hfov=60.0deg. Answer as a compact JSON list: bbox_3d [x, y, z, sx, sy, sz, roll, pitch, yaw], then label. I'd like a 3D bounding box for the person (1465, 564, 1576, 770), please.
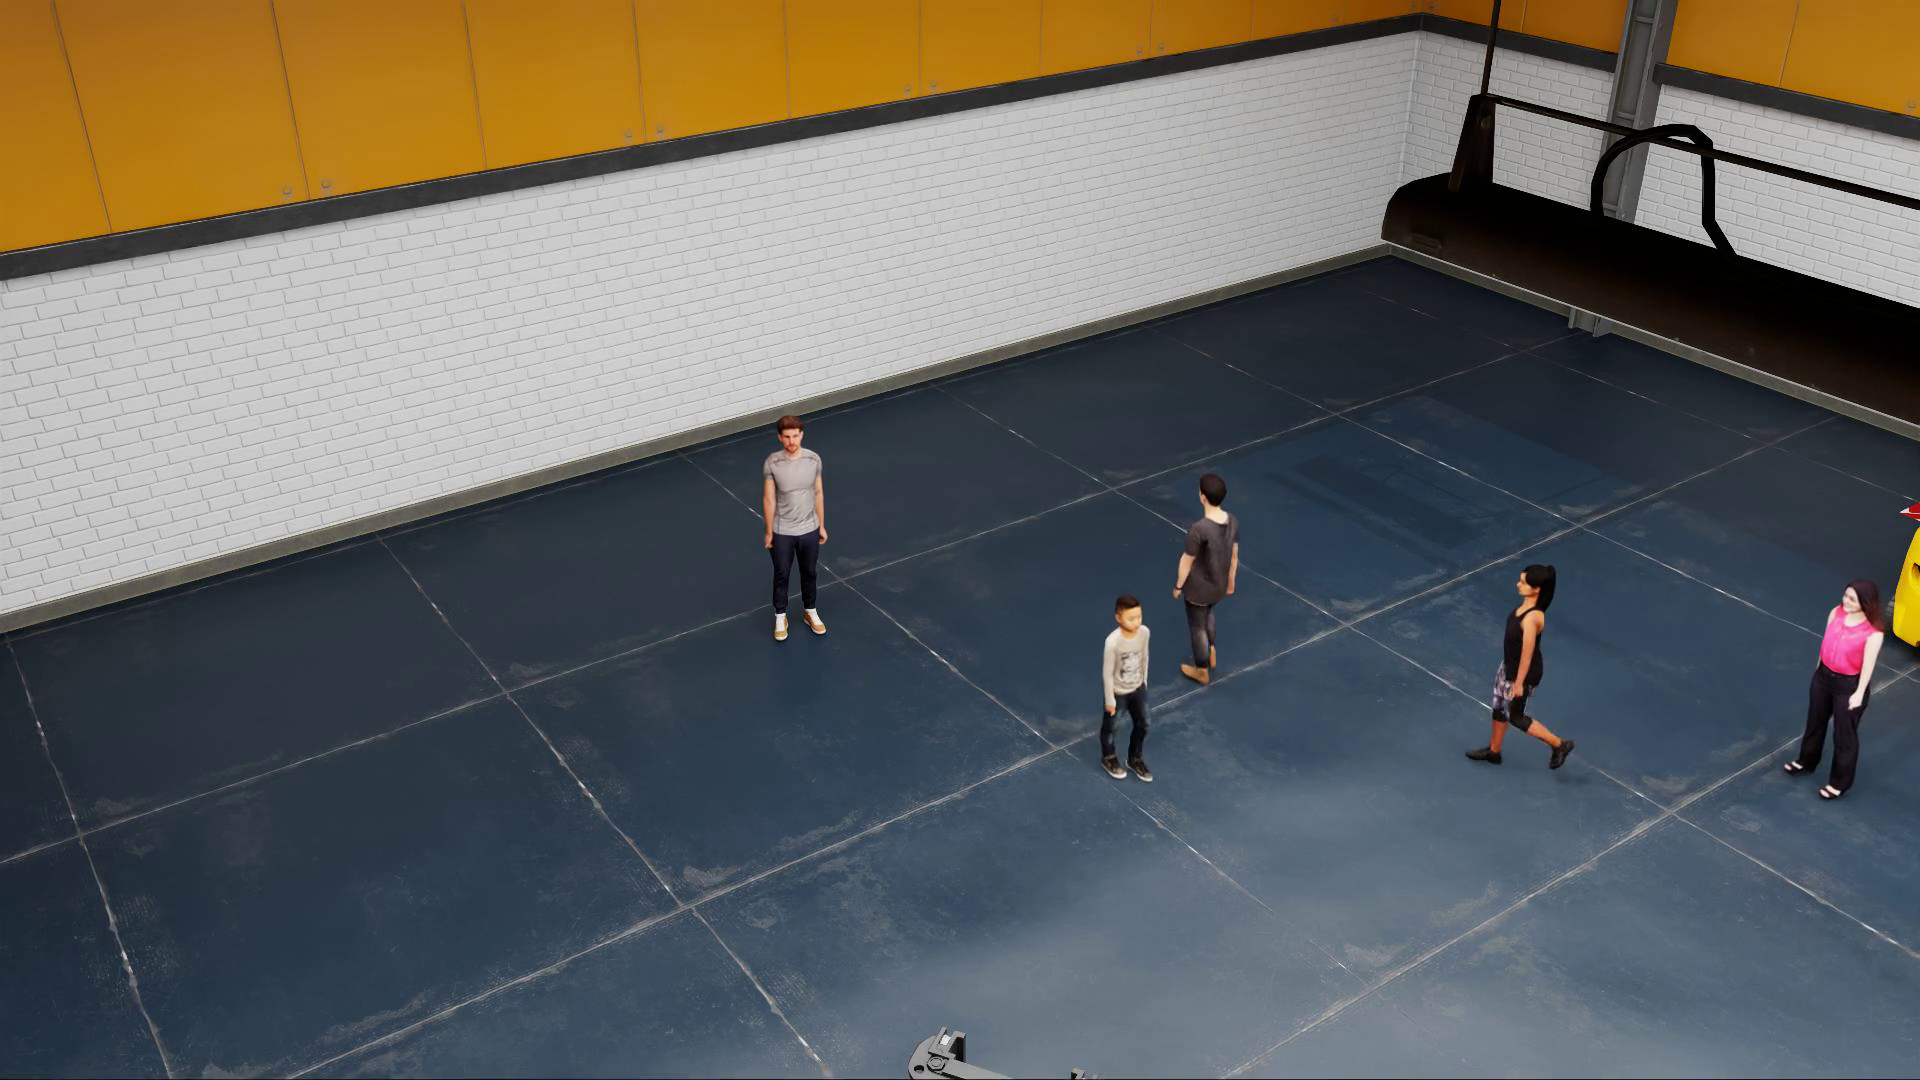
[{"bbox_3d":[3.955,0.903,11.475,1.011,1.647,0.927,7,29,12],"label":"person"}]

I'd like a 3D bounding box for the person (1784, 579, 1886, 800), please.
[{"bbox_3d":[5.988,0.990,11.309,0.705,1.653,0.585,-10,30,-18],"label":"person"}]

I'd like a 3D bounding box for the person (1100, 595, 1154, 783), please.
[{"bbox_3d":[1.093,0.988,11.522,0.592,1.453,0.618,-16,33,-27],"label":"person"}]

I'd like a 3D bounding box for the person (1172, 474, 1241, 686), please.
[{"bbox_3d":[1.895,0.335,12.459,0.616,1.701,0.562,-19,34,-31],"label":"person"}]

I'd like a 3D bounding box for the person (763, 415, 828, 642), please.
[{"bbox_3d":[-1.304,-0.117,13.085,0.718,1.896,0.675,-8,30,-14],"label":"person"}]
